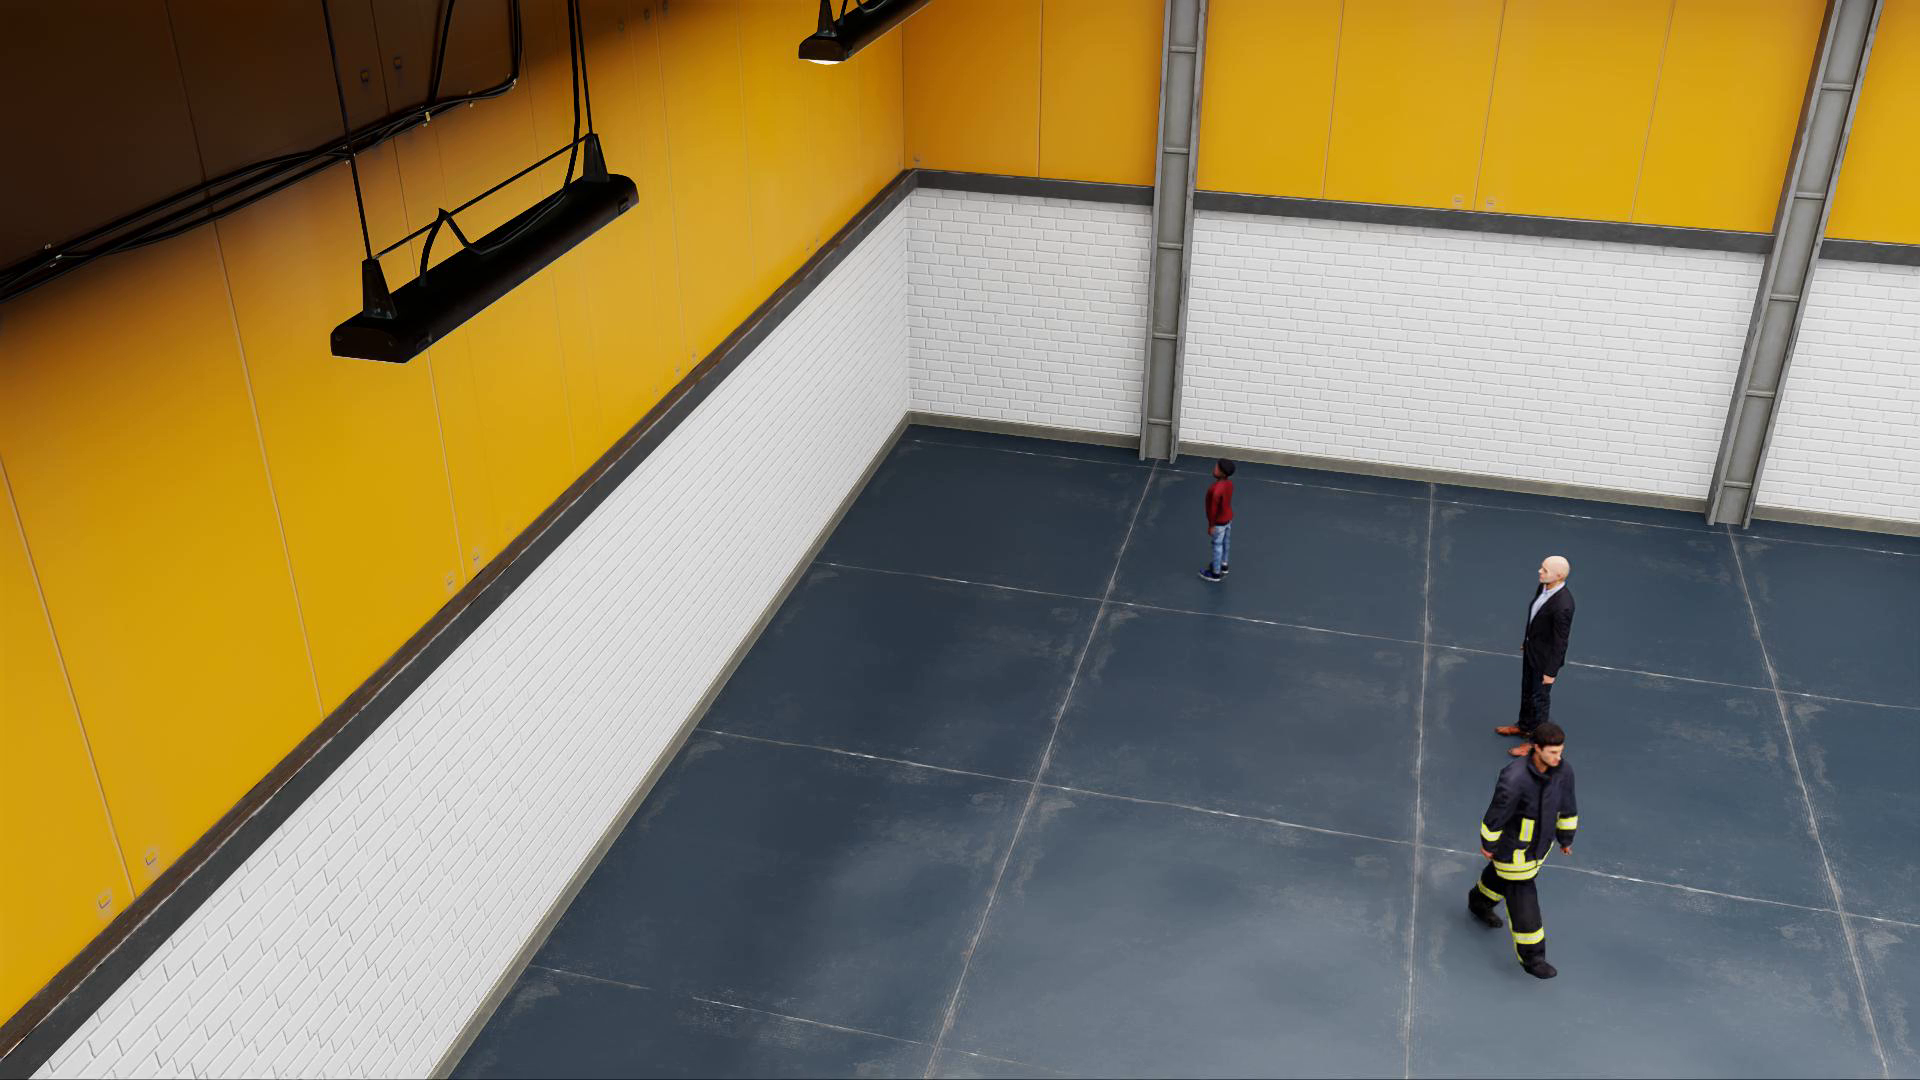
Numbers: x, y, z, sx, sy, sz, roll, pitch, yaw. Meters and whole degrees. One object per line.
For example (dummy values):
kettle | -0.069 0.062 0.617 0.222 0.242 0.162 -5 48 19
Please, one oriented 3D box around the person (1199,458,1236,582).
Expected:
person | 2.540 -0.213 16.147 0.562 1.254 0.549 17 33 28

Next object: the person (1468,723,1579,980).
person | 3.815 2.003 11.440 1.278 1.870 1.298 -12 31 -21

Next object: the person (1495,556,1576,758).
person | 4.721 0.925 13.490 0.692 1.799 0.759 -2 29 -3
